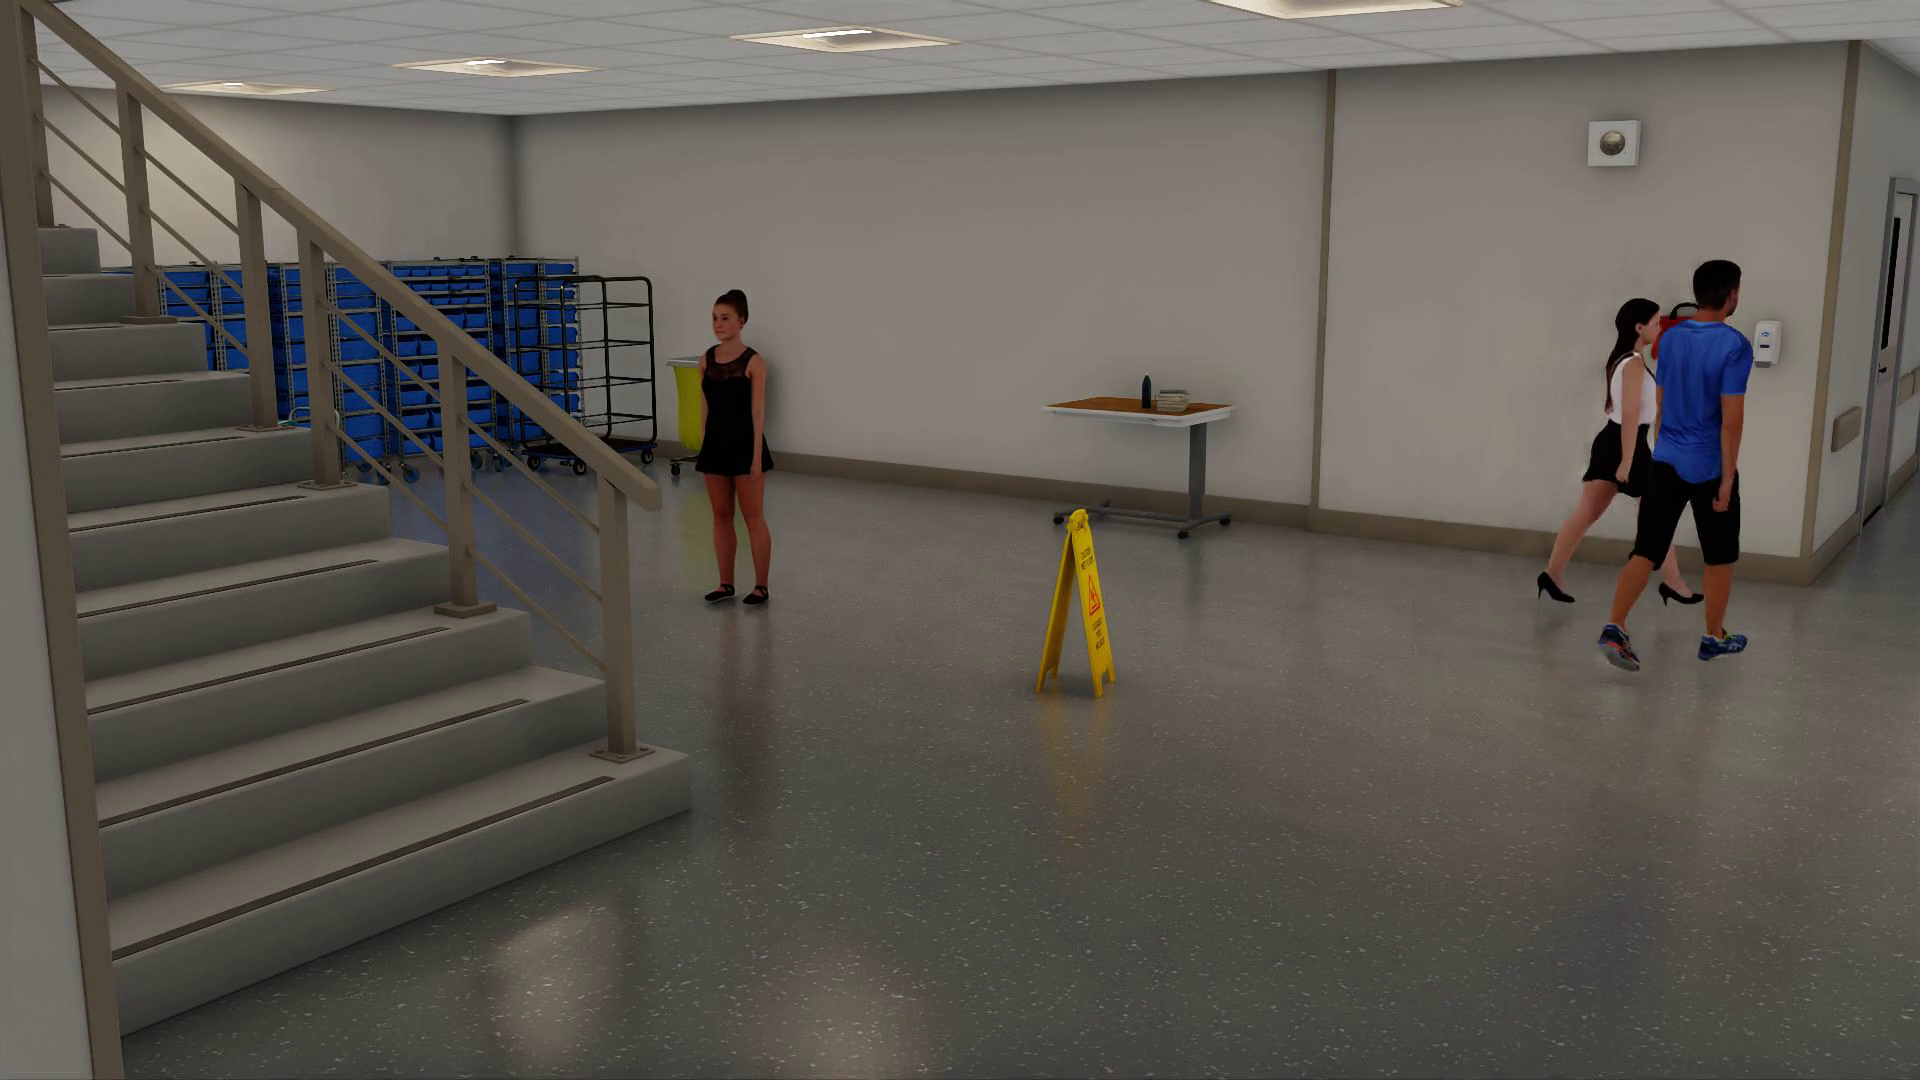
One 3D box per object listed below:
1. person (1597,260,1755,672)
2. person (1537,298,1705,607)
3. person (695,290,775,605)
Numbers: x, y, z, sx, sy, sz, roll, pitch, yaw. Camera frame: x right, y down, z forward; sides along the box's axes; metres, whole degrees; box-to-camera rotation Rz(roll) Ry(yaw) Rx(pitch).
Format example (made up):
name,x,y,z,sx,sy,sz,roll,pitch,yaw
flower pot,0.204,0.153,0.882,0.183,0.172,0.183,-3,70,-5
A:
name,x,y,z,sx,sy,sz,roll,pitch,yaw
person,3.191,-0.287,7.412,0.987,1.828,1.248,-8,13,-36
person,3.353,-0.405,8.638,1.138,1.602,0.944,1,11,3
person,-1.200,-0.489,8.885,0.540,1.675,0.658,6,12,27
